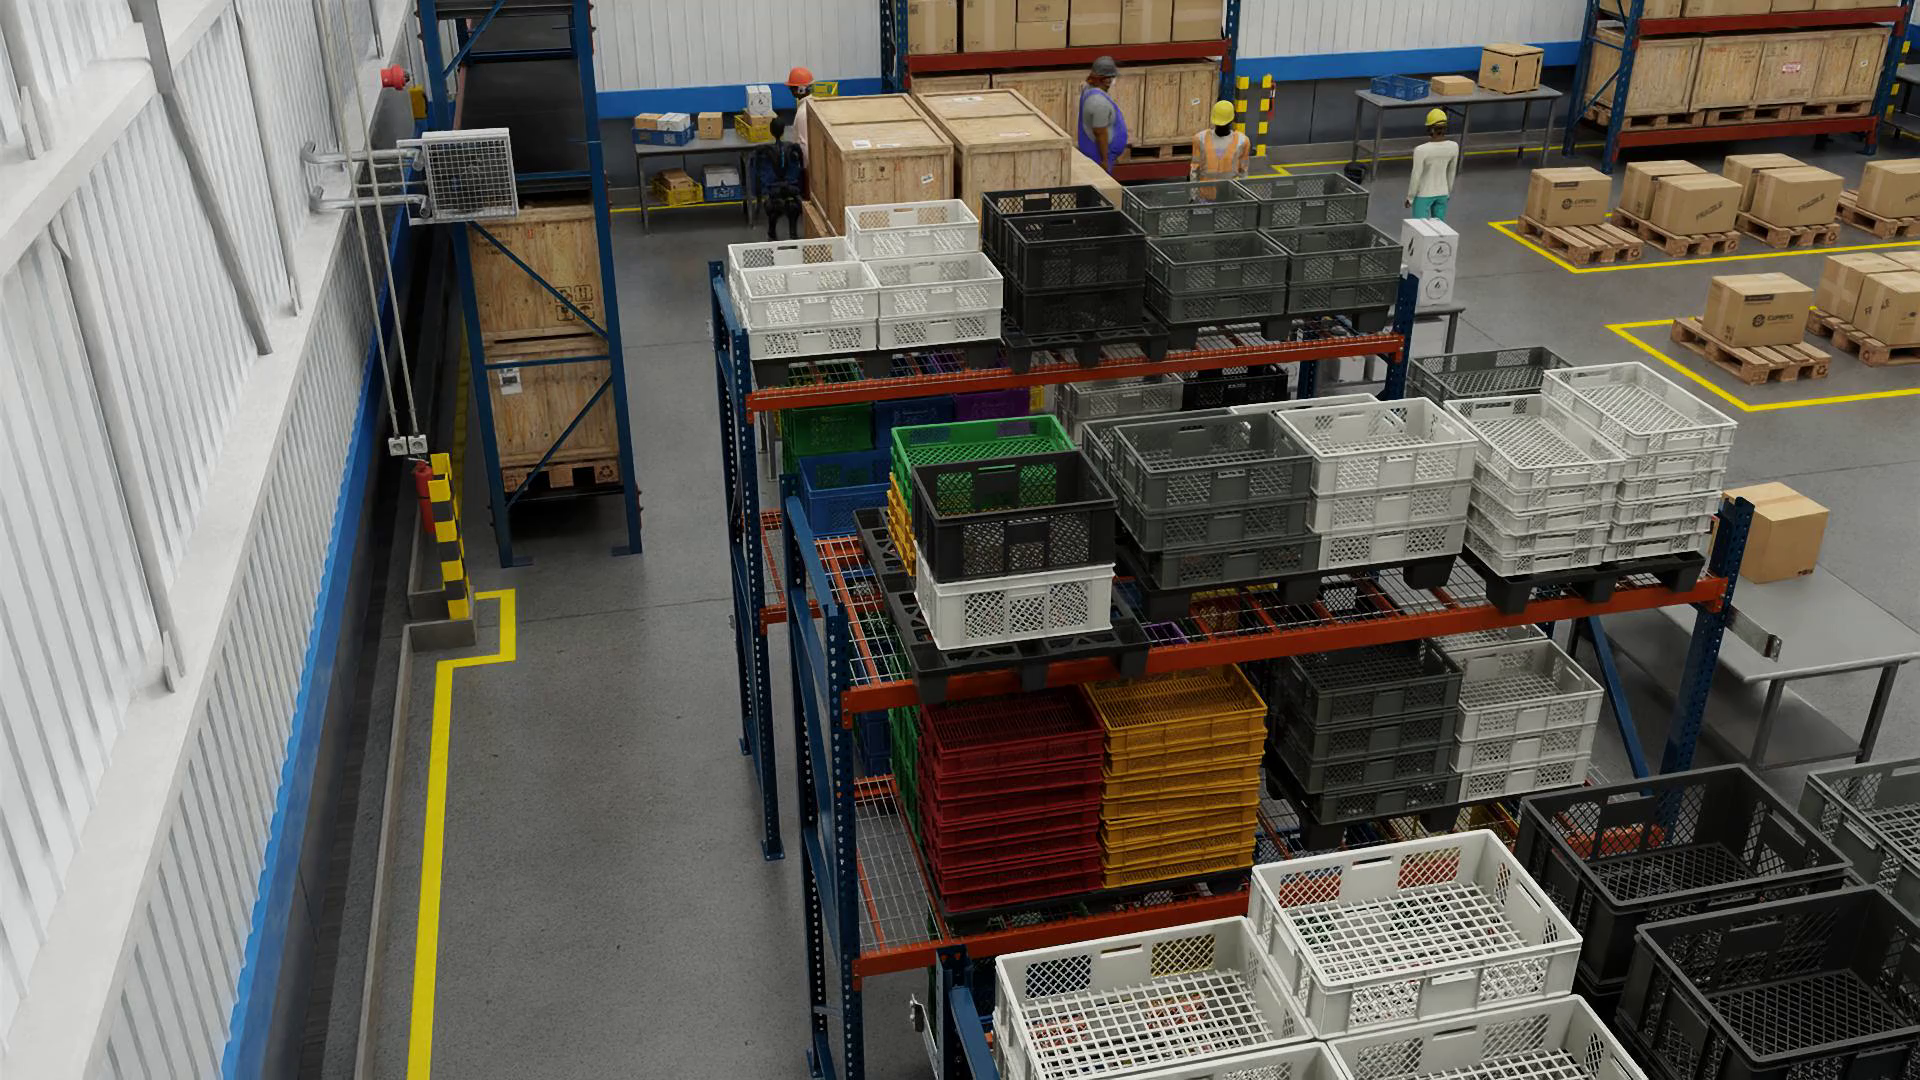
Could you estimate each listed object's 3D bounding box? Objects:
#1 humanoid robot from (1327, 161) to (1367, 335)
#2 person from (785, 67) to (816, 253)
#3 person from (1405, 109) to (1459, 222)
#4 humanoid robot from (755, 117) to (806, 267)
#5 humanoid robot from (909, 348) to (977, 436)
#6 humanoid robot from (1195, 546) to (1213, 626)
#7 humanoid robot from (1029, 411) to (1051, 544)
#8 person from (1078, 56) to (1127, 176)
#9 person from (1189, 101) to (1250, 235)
[{"bbox_3d":[3.649,-2.773,15.793,0.333,1.651,0.574,-1,28,-2],"label":"humanoid robot"},{"bbox_3d":[-1.659,-4.116,18.023,0.412,1.985,0.608,3,28,5],"label":"person"},{"bbox_3d":[4.852,-3.567,17.215,0.523,1.760,0.323,-9,29,-17],"label":"person"},{"bbox_3d":[-1.875,-3.597,17.391,0.599,1.627,0.699,-10,29,-18],"label":"humanoid robot"},{"bbox_3d":[-0.101,-0.951,12.329,0.599,1.653,0.332,-22,35,-35],"label":"humanoid robot"},{"bbox_3d":[1.443,-0.102,10.750,0.585,1.637,0.600,5,28,9],"label":"humanoid robot"},{"bbox_3d":[0.501,-0.052,10.626,0.562,1.654,0.356,10,29,19],"label":"humanoid robot"},{"bbox_3d":[1.572,-4.325,18.354,0.538,2.000,0.684,-4,28,-7],"label":"person"},{"bbox_3d":[2.629,-3.532,16.982,0.585,1.915,0.387,5,28,9],"label":"person"}]
